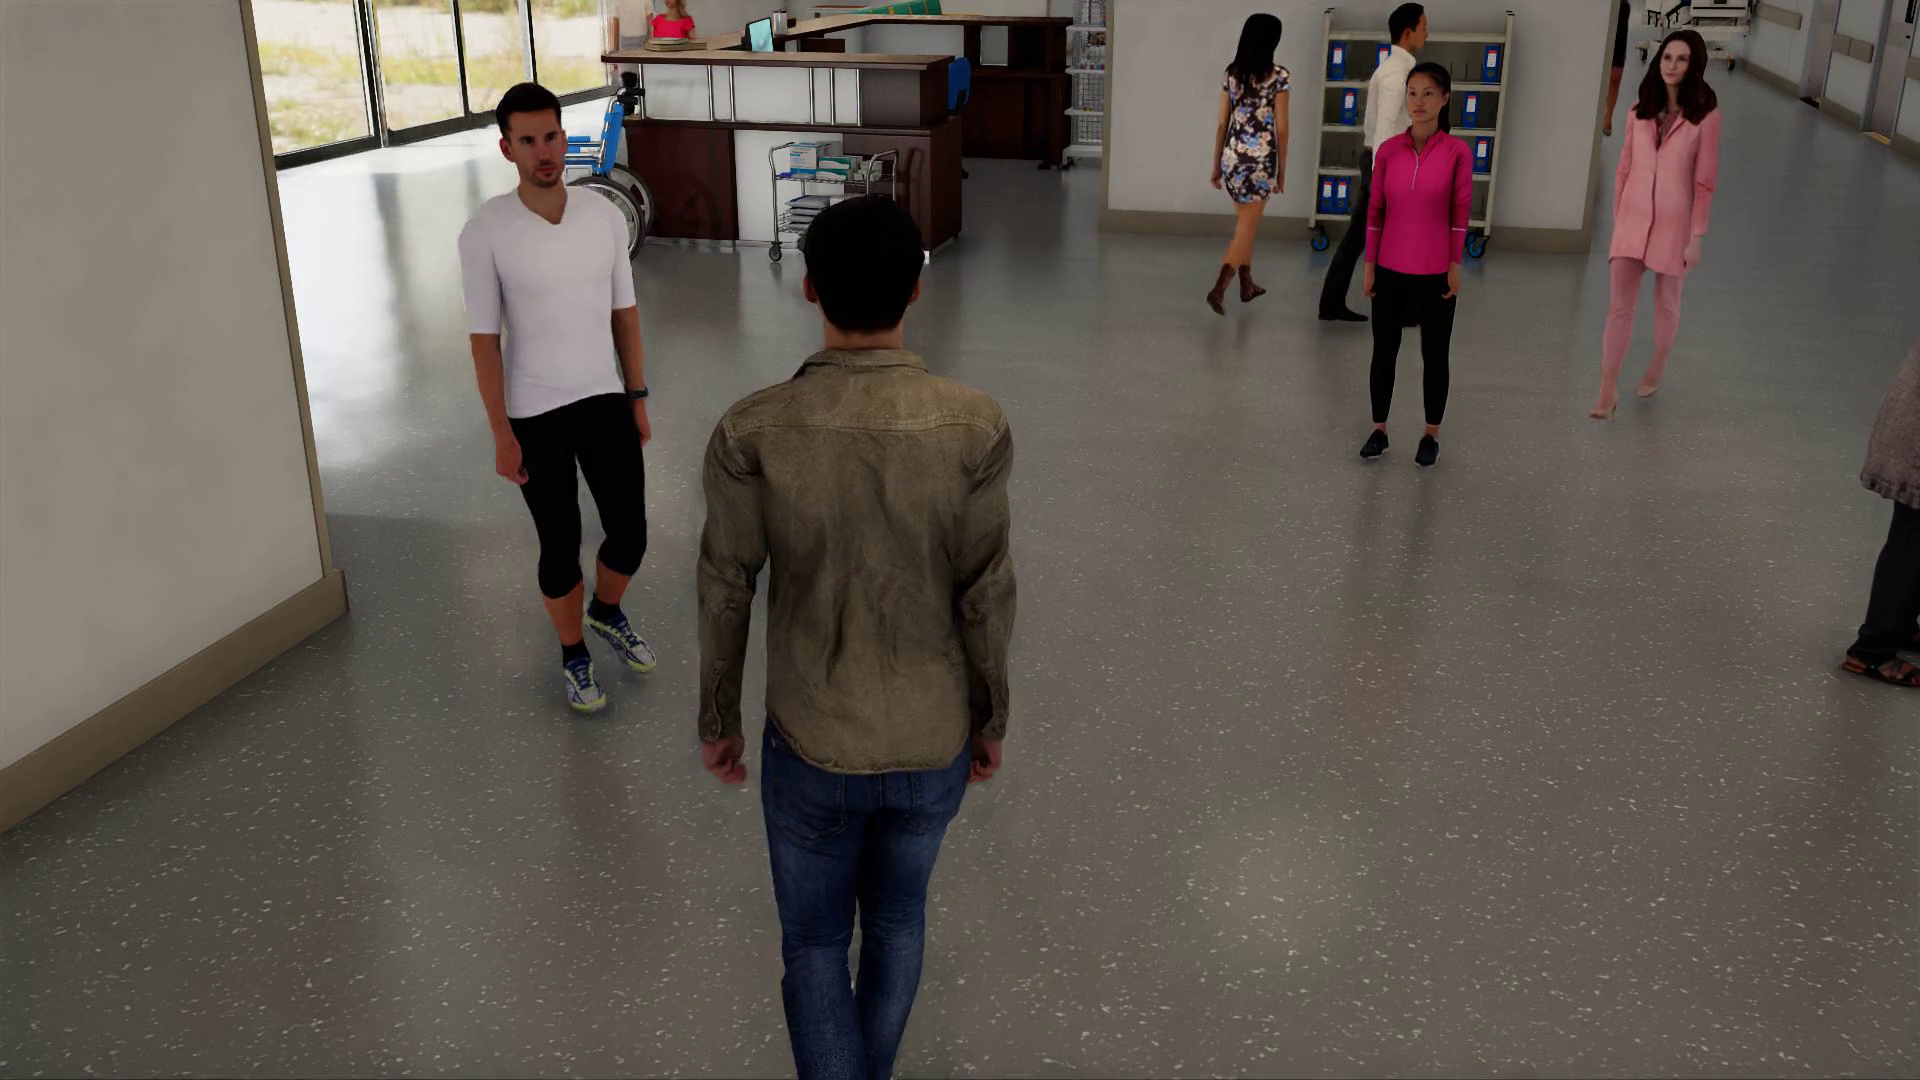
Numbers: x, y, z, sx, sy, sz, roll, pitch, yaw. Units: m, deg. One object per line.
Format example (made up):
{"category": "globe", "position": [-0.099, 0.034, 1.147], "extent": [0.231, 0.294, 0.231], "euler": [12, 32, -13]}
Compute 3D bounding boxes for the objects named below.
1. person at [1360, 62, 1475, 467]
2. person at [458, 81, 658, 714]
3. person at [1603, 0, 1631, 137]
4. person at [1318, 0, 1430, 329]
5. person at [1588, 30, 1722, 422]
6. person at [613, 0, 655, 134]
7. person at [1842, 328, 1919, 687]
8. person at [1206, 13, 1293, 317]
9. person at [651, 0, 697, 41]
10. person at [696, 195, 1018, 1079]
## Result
{"category": "person", "position": [1.945, -1.162, 7.098], "extent": [0.552, 1.699, 0.678], "euler": [10, 23, 24]}
{"category": "person", "position": [-1.191, -0.405, 4.906], "extent": [0.811, 1.837, 0.873], "euler": [-13, 24, -31]}
{"category": "person", "position": [6.834, -5.111, 17.634], "extent": [0.651, 1.622, 0.667], "euler": [4, 21, 11]}
{"category": "person", "position": [2.305, -2.087, 9.416], "extent": [0.986, 1.788, 0.749], "euler": [4, 21, 10]}
{"category": "person", "position": [3.273, -1.418, 7.728], "extent": [1.192, 1.733, 0.997], "euler": [16, 26, 36]}
{"category": "person", "position": [-3.157, -4.624, 16.115], "extent": [1.153, 1.788, 0.876], "euler": [0, 21, 0]}
{"category": "person", "position": [3.030, -0.364, 5.122], "extent": [0.782, 1.607, 0.752], "euler": [16, 26, 36]}
{"category": "person", "position": [1.650, -2.129, 9.656], "extent": [1.121, 1.697, 0.926], "euler": [13, 24, 31]}
{"category": "person", "position": [-2.463, -4.009, 14.615], "extent": [0.902, 1.700, 0.683], "euler": [7, 22, 18]}
{"category": "person", "position": [-0.161, 0.372, 2.840], "extent": [1.129, 1.848, 1.056], "euler": [-4, 21, -11]}
